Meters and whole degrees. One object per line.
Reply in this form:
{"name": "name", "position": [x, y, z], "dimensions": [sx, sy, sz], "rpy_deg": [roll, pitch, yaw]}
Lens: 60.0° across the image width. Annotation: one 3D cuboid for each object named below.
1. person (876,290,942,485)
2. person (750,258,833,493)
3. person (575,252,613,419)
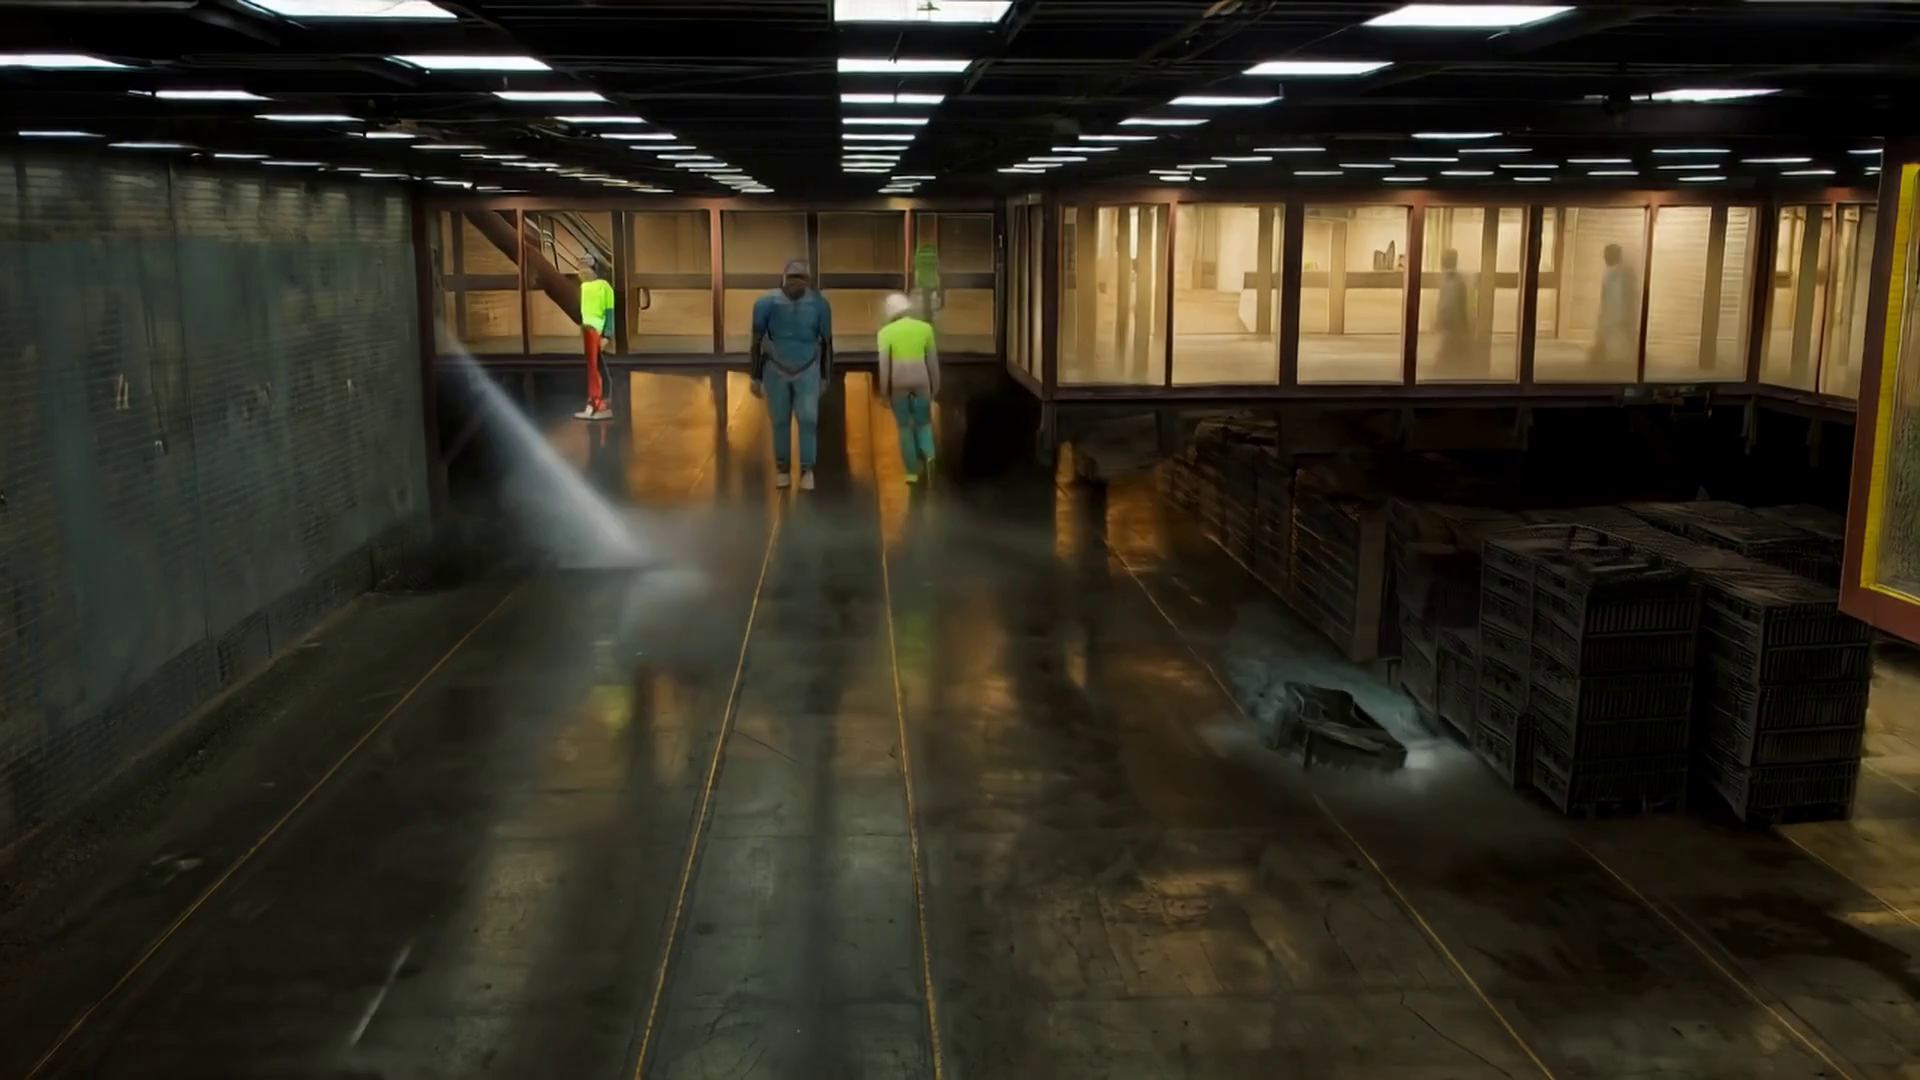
{"name": "person", "position": [-0.401, -1.241, 13.654], "dimensions": [0.565, 1.609, 0.456], "rpy_deg": [-4, 11, -19]}
{"name": "person", "position": [-1.341, -1.301, 13.315], "dimensions": [0.658, 1.862, 0.946], "rpy_deg": [-1, 11, -6]}
{"name": "person", "position": [-4.098, -2.280, 18.610], "dimensions": [0.517, 1.865, 0.328], "rpy_deg": [9, 14, 40]}
